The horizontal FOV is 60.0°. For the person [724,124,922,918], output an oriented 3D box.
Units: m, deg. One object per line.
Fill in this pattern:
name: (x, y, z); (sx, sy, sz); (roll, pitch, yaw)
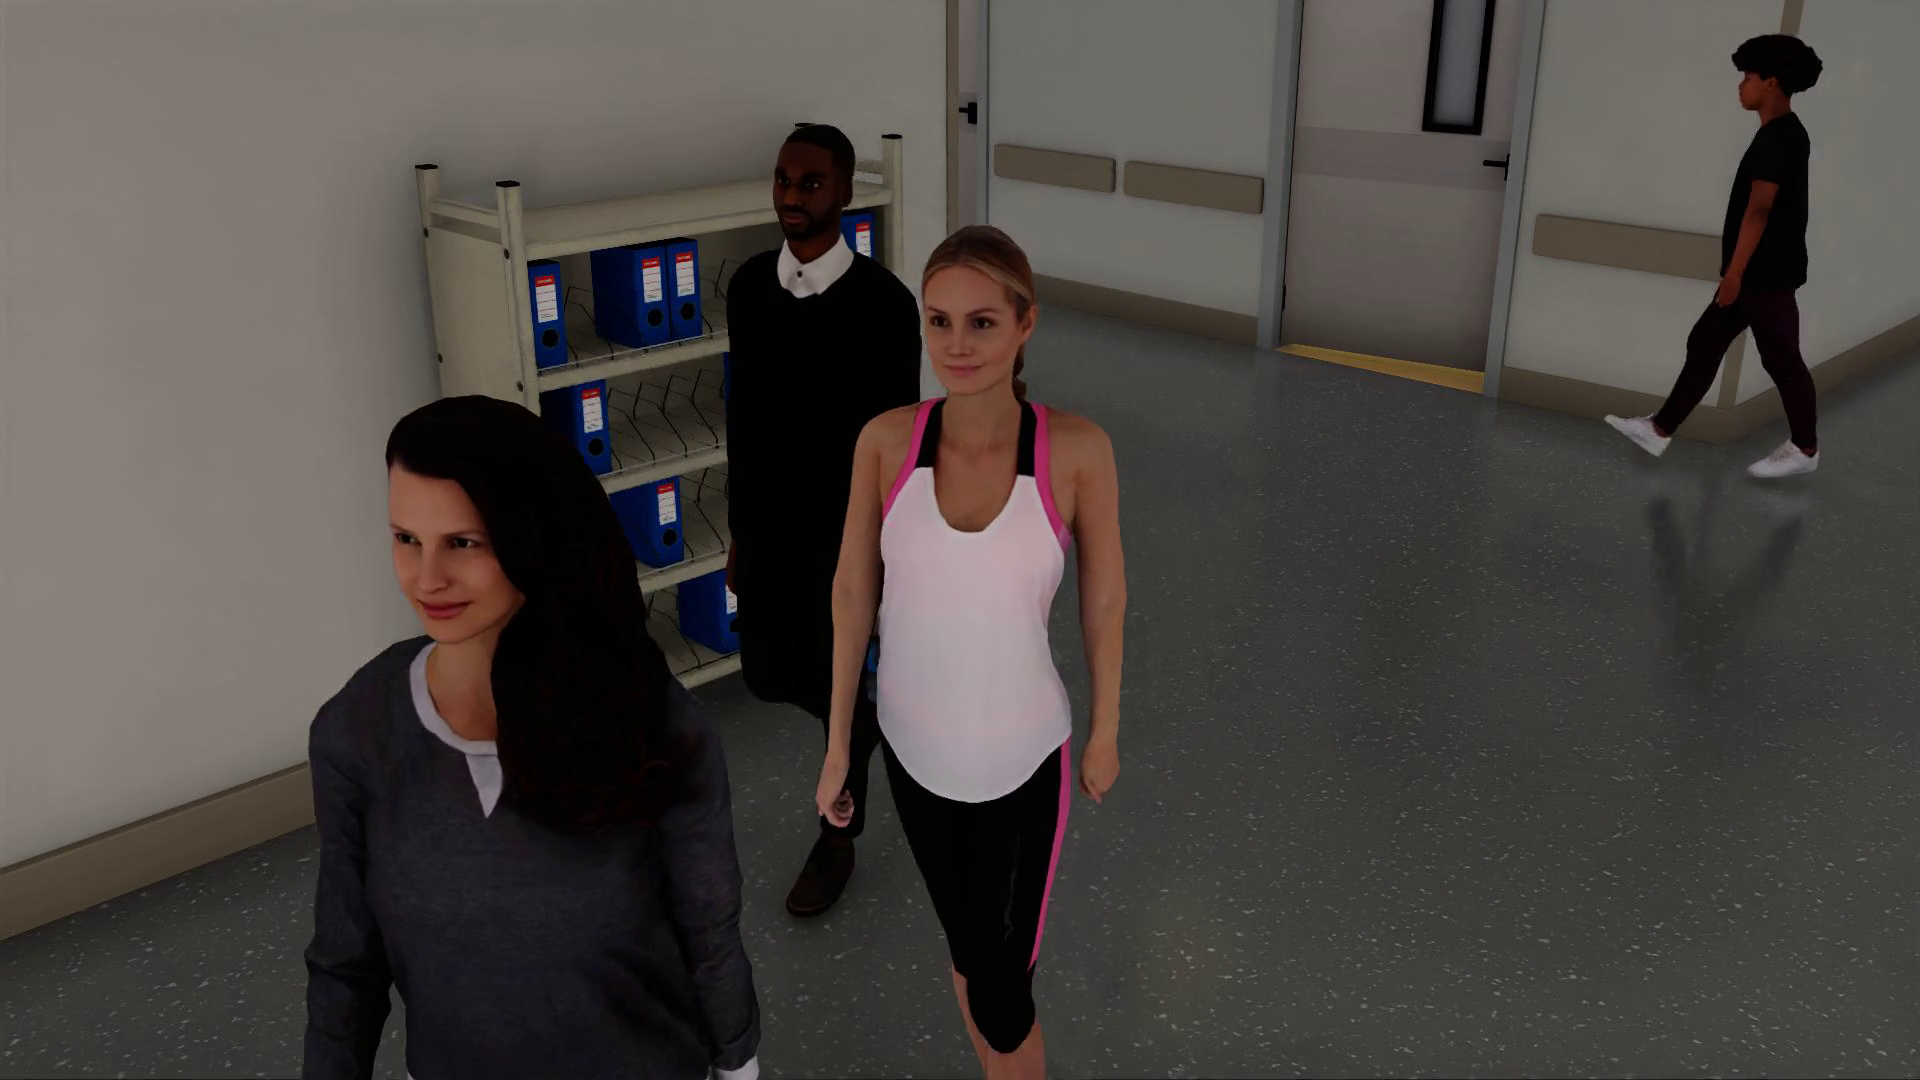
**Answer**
person: (-0.284, -0.052, 3.854); (0.828, 1.795, 0.951); (9, 22, 21)

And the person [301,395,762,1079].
person: (-0.464, 0.655, 2.060); (0.962, 1.744, 1.050); (2, 21, 5)

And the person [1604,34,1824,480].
person: (3.305, -1.084, 6.674); (1.101, 1.728, 1.153); (6, 22, 16)

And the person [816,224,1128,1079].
person: (0.053, 0.340, 2.855); (0.769, 1.770, 0.873); (8, 22, 20)
